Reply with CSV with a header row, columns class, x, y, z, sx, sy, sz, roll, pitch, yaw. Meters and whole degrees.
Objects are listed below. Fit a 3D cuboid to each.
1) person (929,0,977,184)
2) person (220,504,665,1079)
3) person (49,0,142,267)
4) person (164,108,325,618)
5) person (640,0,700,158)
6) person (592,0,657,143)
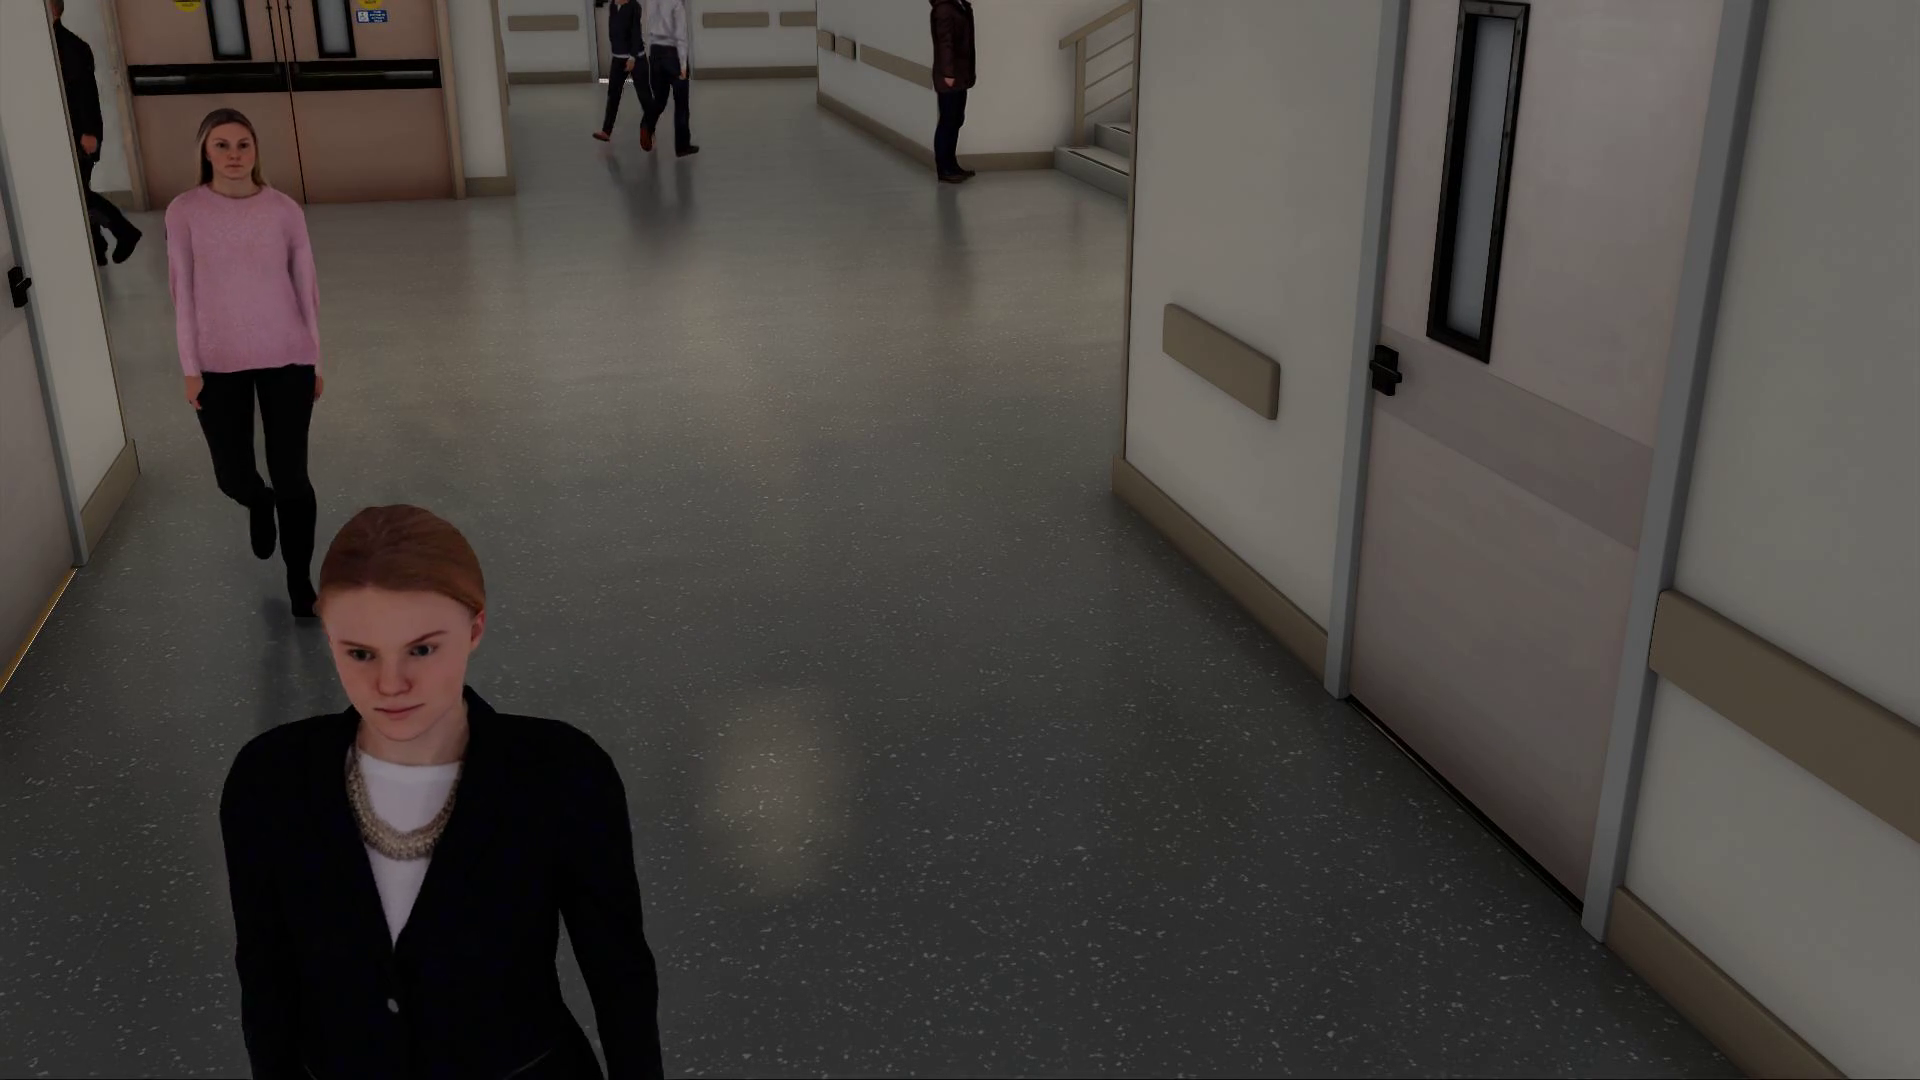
class,x,y,z,sx,sy,sz,roll,pitch,yaw
person,-0.068,-4.101,14.597,0.883,1.847,0.867,7,22,17
person,-0.620,0.730,2.110,0.899,1.657,0.757,-3,21,-9
person,-5.747,-2.708,10.916,0.923,1.850,0.950,17,27,38
person,-2.370,-0.589,5.571,0.846,1.673,0.715,-8,22,-20
person,-2.838,-4.549,15.849,1.045,1.797,1.093,12,24,29
person,-3.315,-4.918,16.970,0.998,1.694,1.040,11,23,26
